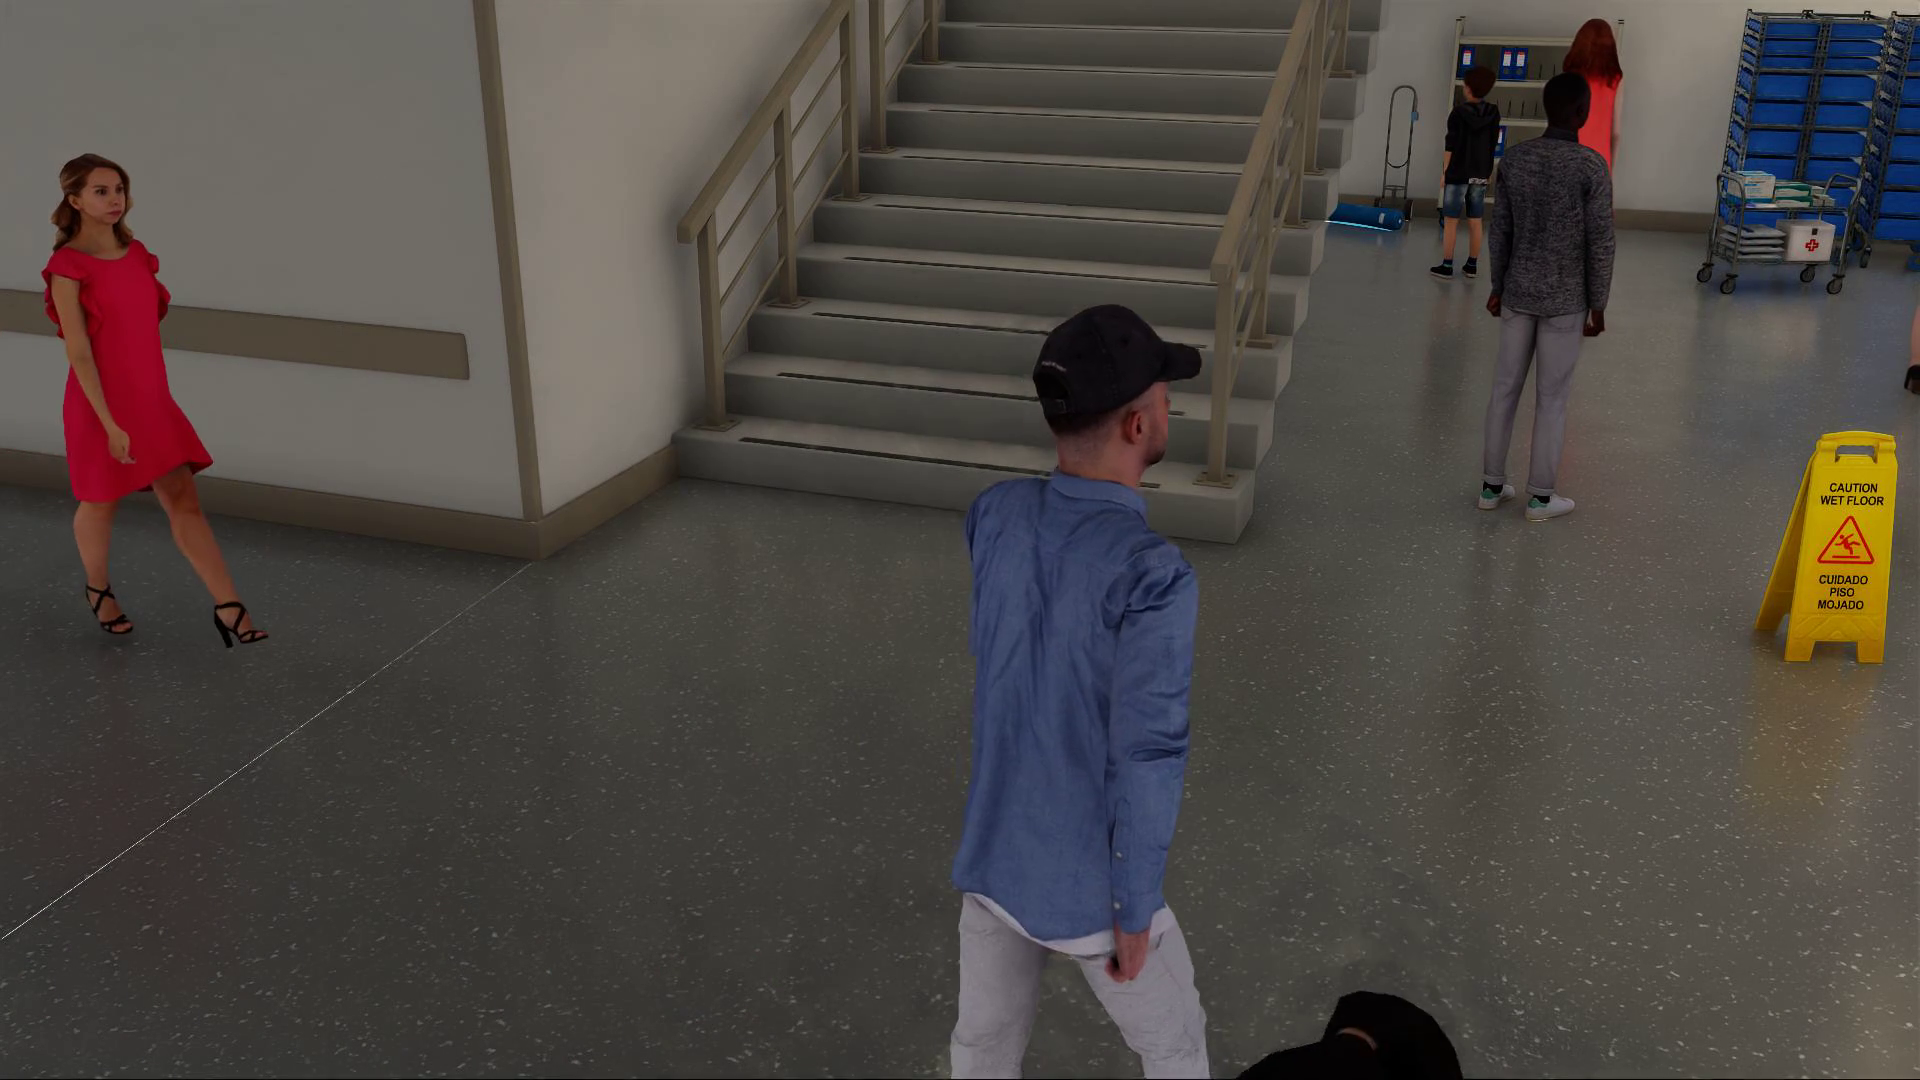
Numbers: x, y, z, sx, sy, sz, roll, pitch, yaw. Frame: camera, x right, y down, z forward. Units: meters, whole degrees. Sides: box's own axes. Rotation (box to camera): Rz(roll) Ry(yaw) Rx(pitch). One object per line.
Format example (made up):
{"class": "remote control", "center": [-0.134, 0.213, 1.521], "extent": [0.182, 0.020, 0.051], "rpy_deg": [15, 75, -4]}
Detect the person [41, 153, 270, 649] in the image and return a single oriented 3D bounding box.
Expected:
{"class": "person", "center": [-2.886, -0.419, 5.598], "extent": [0.712, 1.685, 1.006], "rpy_deg": [10, 23, 25]}

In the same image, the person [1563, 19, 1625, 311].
{"class": "person", "center": [3.843, -2.276, 10.303], "extent": [0.671, 1.825, 0.643], "rpy_deg": [-1, 21, -2]}

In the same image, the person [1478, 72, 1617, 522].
{"class": "person", "center": [2.419, -1.001, 6.918], "extent": [0.718, 1.839, 0.756], "rpy_deg": [-19, 28, -41]}

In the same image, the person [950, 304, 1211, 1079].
{"class": "person", "center": [0.118, 0.569, 2.769], "extent": [1.223, 1.841, 0.987], "rpy_deg": [-19, 28, -41]}

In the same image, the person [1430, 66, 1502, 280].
{"class": "person", "center": [3.524, -2.553, 11.571], "extent": [0.618, 1.445, 0.643], "rpy_deg": [-3, 21, -7]}
